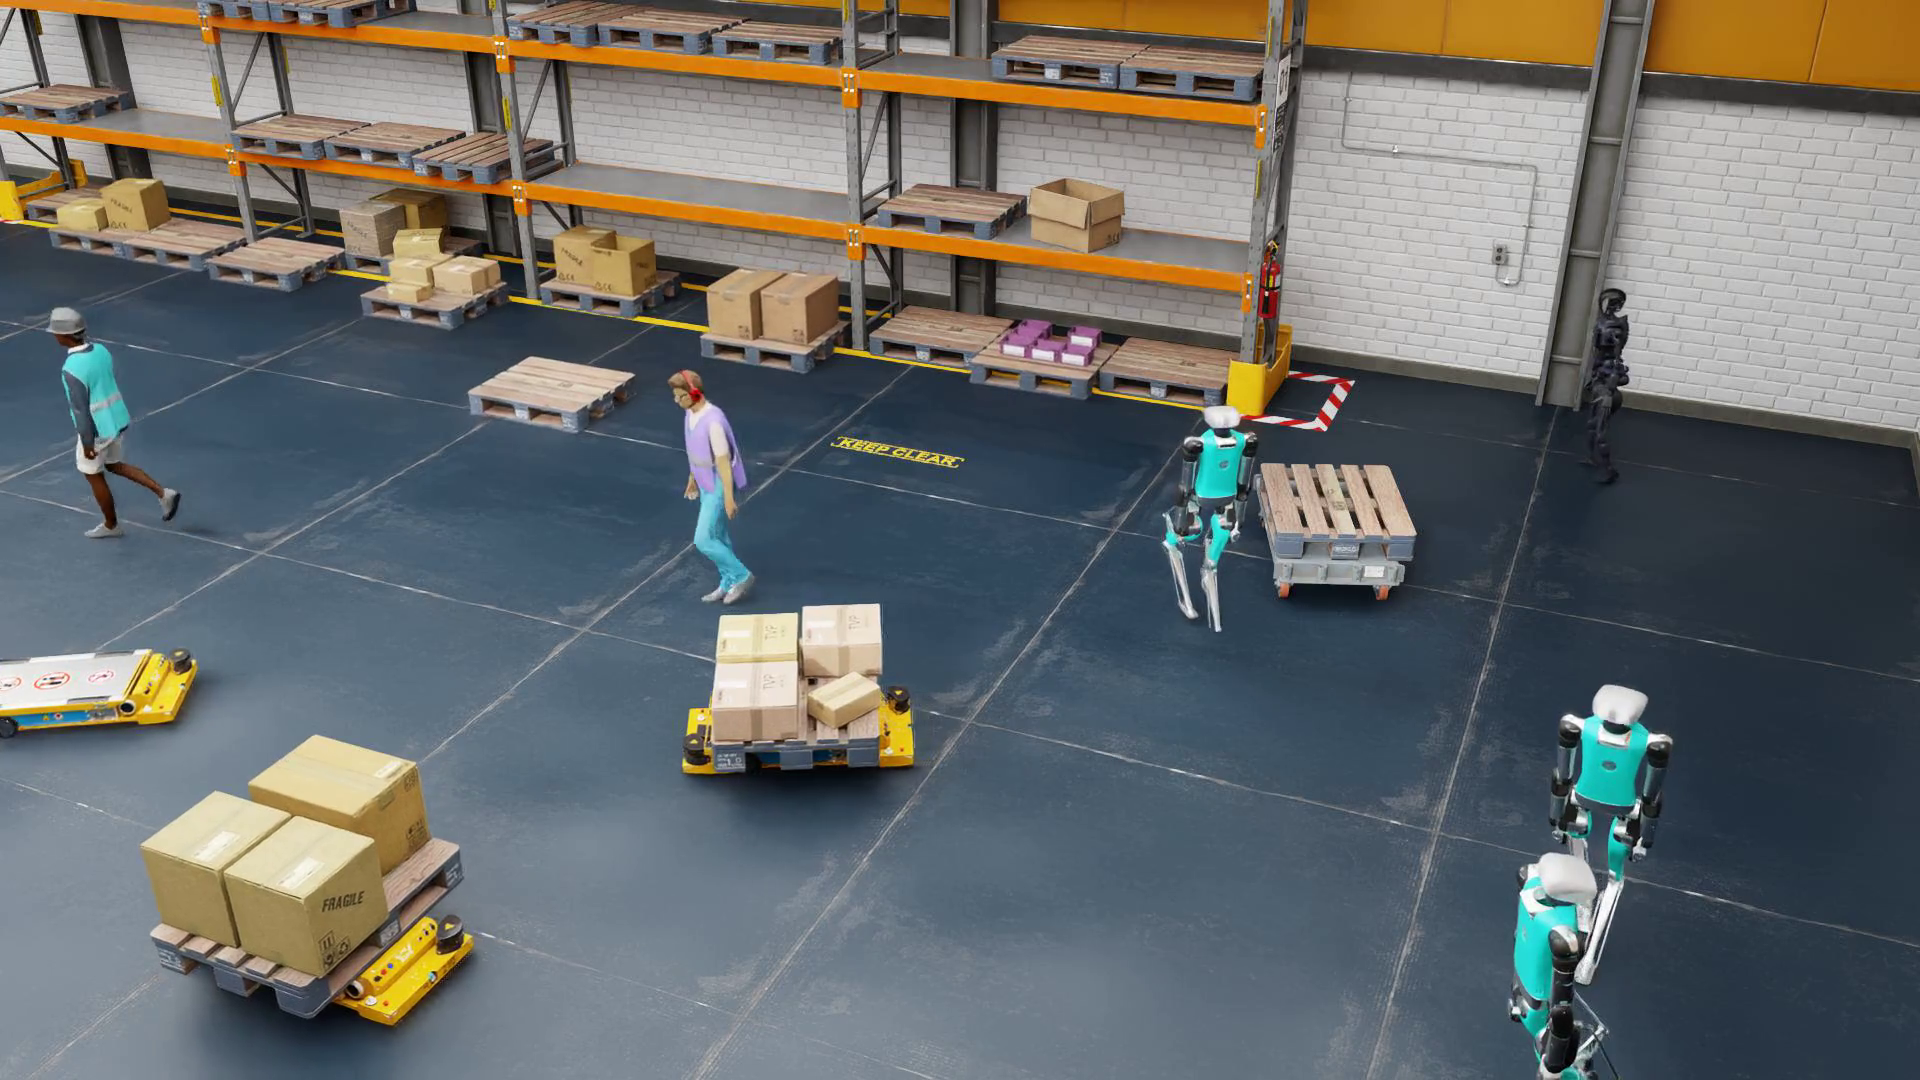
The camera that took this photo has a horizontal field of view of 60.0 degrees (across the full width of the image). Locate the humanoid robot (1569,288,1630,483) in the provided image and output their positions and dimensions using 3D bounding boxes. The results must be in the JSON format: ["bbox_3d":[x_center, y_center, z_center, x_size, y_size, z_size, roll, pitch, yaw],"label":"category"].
[{"bbox_3d":[5.433,-1.317,13.947,0.386,1.640,0.611,2,27,4],"label":"humanoid robot"}]

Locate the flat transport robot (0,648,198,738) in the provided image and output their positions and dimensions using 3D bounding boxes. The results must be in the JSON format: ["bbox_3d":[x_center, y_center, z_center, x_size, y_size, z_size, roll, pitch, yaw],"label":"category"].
[{"bbox_3d":[-5.871,1.011,10.970,1.431,0.231,0.659,-4,28,-8],"label":"flat transport robot"}]

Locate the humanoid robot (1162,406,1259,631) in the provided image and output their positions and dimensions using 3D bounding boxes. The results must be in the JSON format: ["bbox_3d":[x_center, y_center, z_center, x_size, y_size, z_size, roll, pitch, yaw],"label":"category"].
[{"bbox_3d":[1.686,-0.166,11.712,0.540,1.832,0.748,-7,28,-12],"label":"humanoid robot"}]

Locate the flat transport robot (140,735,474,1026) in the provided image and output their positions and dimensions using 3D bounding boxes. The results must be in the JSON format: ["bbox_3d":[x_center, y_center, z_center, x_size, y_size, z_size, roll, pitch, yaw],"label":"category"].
[{"bbox_3d":[-3.378,2.113,8.835,1.431,0.231,0.659,11,29,21],"label":"flat transport robot"}]

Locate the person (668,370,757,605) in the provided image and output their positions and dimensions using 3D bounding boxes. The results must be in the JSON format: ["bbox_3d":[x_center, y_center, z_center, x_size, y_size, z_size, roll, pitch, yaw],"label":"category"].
[{"bbox_3d":[-1.787,-0.370,11.960,0.484,1.810,0.614,-12,29,-21],"label":"person"}]

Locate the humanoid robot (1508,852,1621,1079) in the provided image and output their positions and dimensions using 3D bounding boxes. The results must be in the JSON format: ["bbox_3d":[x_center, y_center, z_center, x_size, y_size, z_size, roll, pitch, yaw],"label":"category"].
[{"bbox_3d":[2.762,2.141,7.267,0.850,1.859,0.548,-1,27,-2],"label":"humanoid robot"}]

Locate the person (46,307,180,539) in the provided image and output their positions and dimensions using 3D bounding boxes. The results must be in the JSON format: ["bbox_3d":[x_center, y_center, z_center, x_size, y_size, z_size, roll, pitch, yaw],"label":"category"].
[{"bbox_3d":[-6.610,-0.895,12.877,0.657,1.917,0.562,1,27,3],"label":"person"}]

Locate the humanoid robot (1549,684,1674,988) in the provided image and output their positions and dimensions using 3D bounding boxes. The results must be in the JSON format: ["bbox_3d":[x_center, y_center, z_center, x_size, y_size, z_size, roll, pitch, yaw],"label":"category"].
[{"bbox_3d":[3.340,1.403,8.628,0.544,1.752,0.918,13,30,24],"label":"humanoid robot"}]

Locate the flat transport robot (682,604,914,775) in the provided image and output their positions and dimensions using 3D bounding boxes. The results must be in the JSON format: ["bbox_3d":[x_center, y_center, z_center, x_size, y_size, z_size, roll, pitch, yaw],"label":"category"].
[{"bbox_3d":[-1.023,1.210,10.585,1.431,0.231,0.659,-2,27,-4],"label":"flat transport robot"}]
